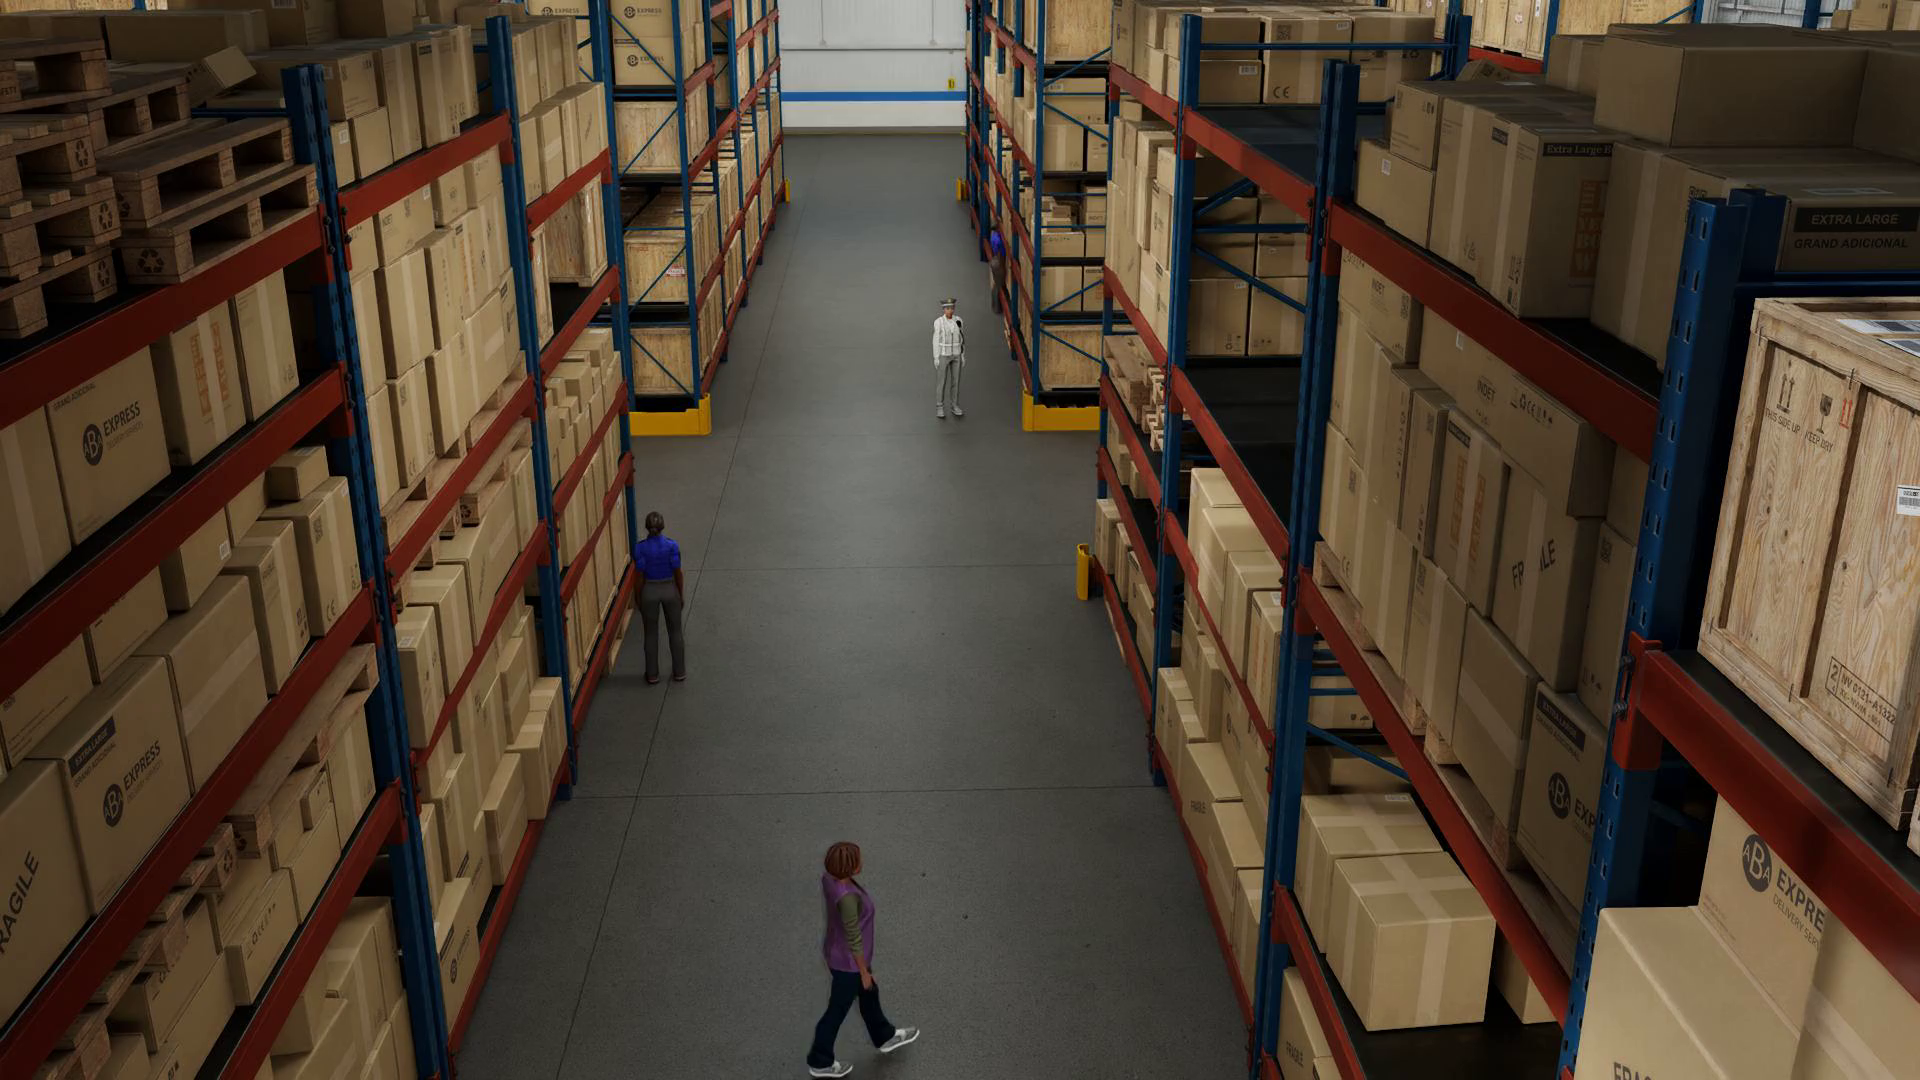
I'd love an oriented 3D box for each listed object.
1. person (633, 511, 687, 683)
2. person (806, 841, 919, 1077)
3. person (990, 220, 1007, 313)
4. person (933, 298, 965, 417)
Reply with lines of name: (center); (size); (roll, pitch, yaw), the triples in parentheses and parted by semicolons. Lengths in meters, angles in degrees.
person: (-2.760, 0.508, 15.288); (0.439, 1.658, 0.342); (-4, 21, -11)
person: (-0.582, 2.508, 10.006); (0.743, 1.591, 0.424); (-5, 21, -14)
person: (0.724, -4.894, 29.777); (0.374, 1.677, 0.457); (-5, 21, -12)
person: (-0.149, -2.608, 23.595); (0.468, 1.692, 0.344); (-7, 22, -18)
